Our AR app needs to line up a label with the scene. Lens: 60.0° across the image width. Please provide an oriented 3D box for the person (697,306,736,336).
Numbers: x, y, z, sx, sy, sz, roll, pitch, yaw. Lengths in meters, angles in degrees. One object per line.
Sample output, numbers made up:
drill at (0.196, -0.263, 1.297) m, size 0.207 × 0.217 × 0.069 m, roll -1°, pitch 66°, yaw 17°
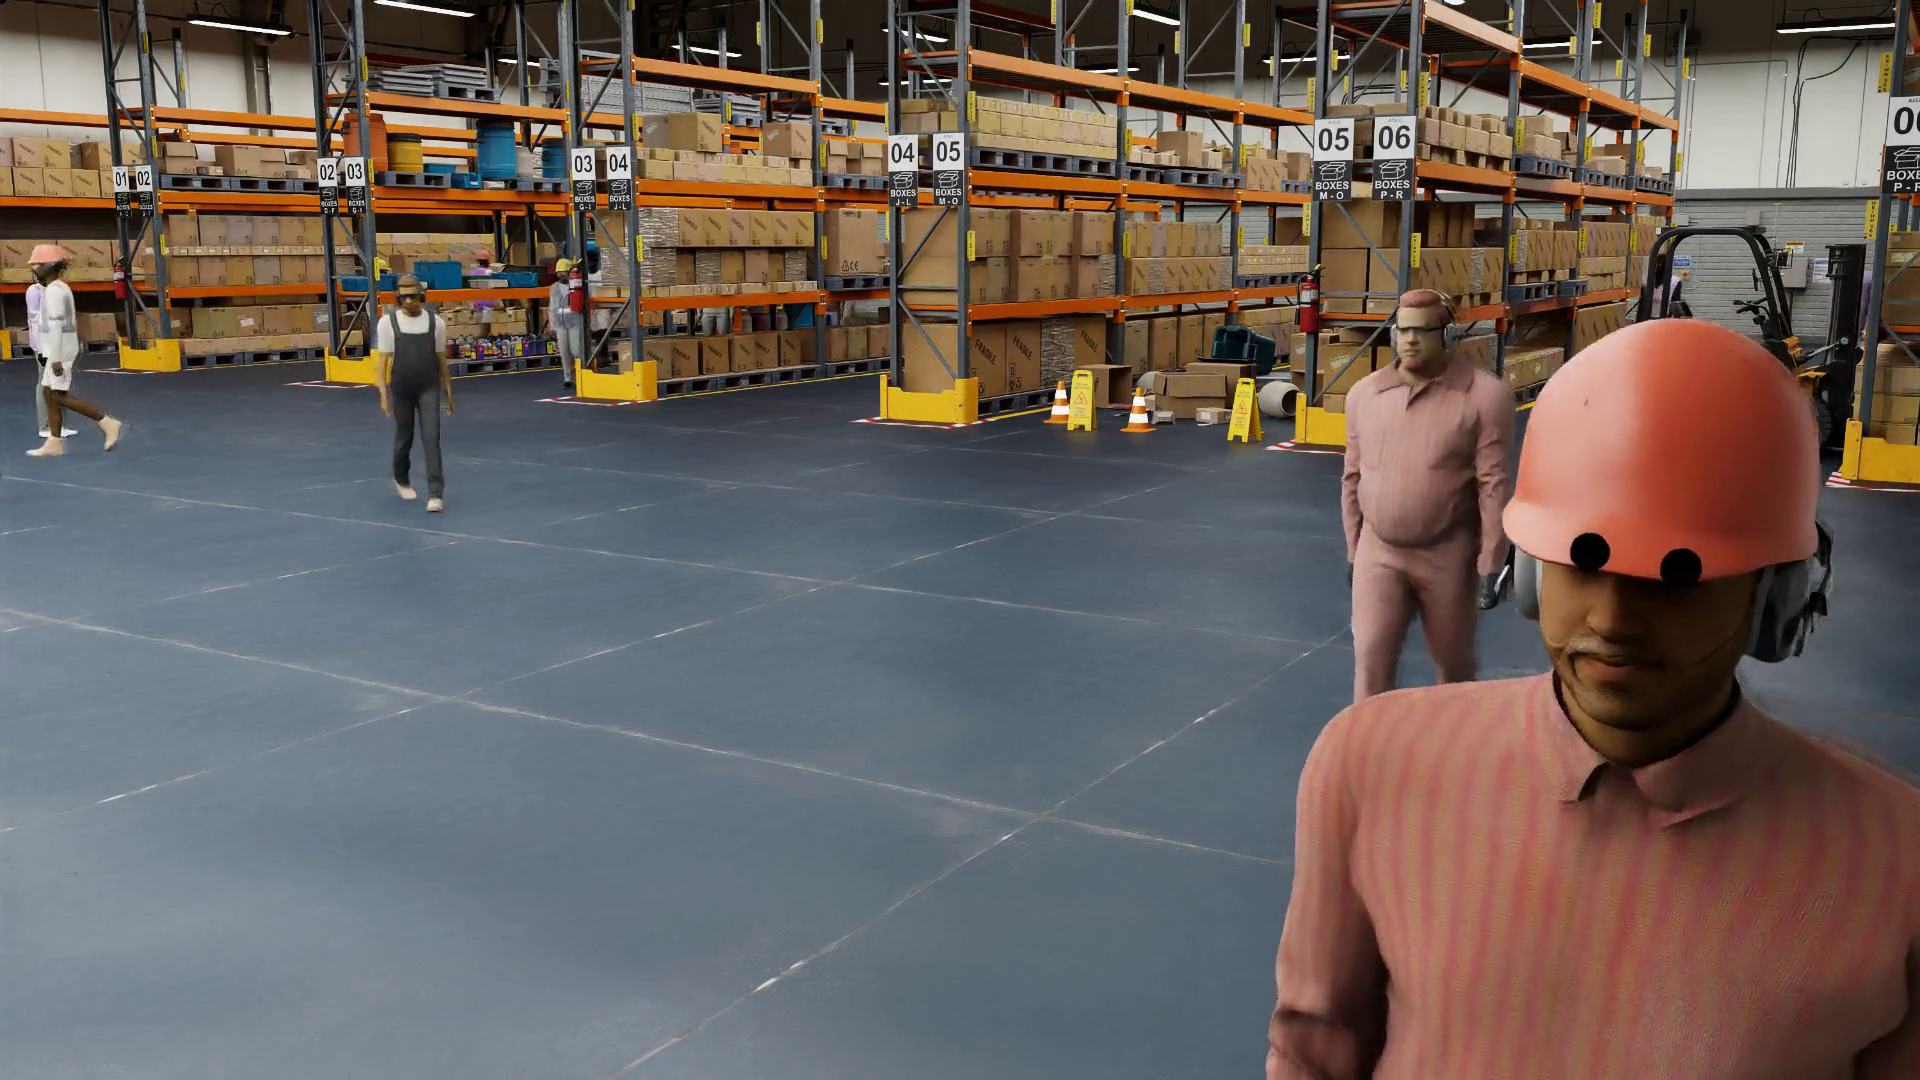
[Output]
person at (-3.698, -3.440, 25.279) m, size 0.625 × 1.934 × 0.364 m, roll 1°, pitch 10°, yaw 4°

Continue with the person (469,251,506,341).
person at (-8.419, -4.198, 29.645) m, size 0.553 × 1.883 × 1.002 m, roll 5°, pitch 11°, yaw 24°

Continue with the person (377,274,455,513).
person at (-4.184, -1.137, 12.775) m, size 0.564 × 1.799 × 0.946 m, roll -5°, pitch 11°, yaw -25°

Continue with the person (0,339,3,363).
person at (-16.345, -3.778, 27.996) m, size 0.285 × 1.631 × 0.501 m, roll -7°, pitch 12°, yaw -35°

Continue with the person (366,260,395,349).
person at (-9.049, -3.494, 26.037) m, size 0.533 × 1.765 × 0.321 m, roll 5°, pitch 11°, yaw 25°

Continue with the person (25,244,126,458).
person at (-8.428, -1.775, 15.700) m, size 0.788 × 2.020 × 0.617 m, roll -5°, pitch 11°, yaw -25°

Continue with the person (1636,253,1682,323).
person at (10.116, -3.203, 24.082) m, size 0.933 × 1.886 × 0.604 m, roll -8°, pitch 13°, yaw -36°

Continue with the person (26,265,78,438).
person at (-9.482, -2.026, 17.359) m, size 0.384 × 1.924 × 0.594 m, roll -2°, pitch 10°, yaw -11°

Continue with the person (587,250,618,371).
person at (-5.837, -3.663, 26.611) m, size 0.637 × 1.909 × 0.842 m, roll 5°, pitch 11°, yaw 25°

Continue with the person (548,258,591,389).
person at (-5.437, -2.993, 23.086) m, size 0.614 × 1.809 × 0.438 m, roll 2°, pitch 10°, yaw 12°

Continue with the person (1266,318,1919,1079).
person at (0.607, 0.767, 1.601) m, size 0.622 × 1.969 × 0.793 m, roll 7°, pitch 12°, yaw 34°

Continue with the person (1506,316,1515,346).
person at (10.388, -4.398, 30.717) m, size 0.794 × 1.899 × 0.541 m, roll 2°, pitch 10°, yaw 8°

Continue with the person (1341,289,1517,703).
person at (1.710, 0.018, 6.093) m, size 0.651 × 1.874 × 0.933 m, roll 6°, pitch 12°, yaw 32°

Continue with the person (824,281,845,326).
person at (-2.193, -3.842, 27.985) m, size 0.534 × 1.766 × 0.318 m, roll 4°, pitch 11°, yaw 22°

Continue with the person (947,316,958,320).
person at (-0.024, -3.340, 24.955) m, size 0.527 × 1.847 × 0.721 m, roll 9°, pitch 13°, yaw 41°

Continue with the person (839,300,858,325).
person at (-1.891, -3.923, 28.942) m, size 0.840 × 1.596 × 0.509 m, roll -9°, pitch 13°, yaw -41°

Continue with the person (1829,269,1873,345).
person at (13.996, -3.563, 26.113) m, size 0.649 × 1.878 × 0.820 m, roll 5°, pitch 11°, yaw 27°

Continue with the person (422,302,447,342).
person at (-8.833, -3.738, 27.895) m, size 0.515 × 1.587 × 0.875 m, roll 7°, pitch 12°, yaw 34°
